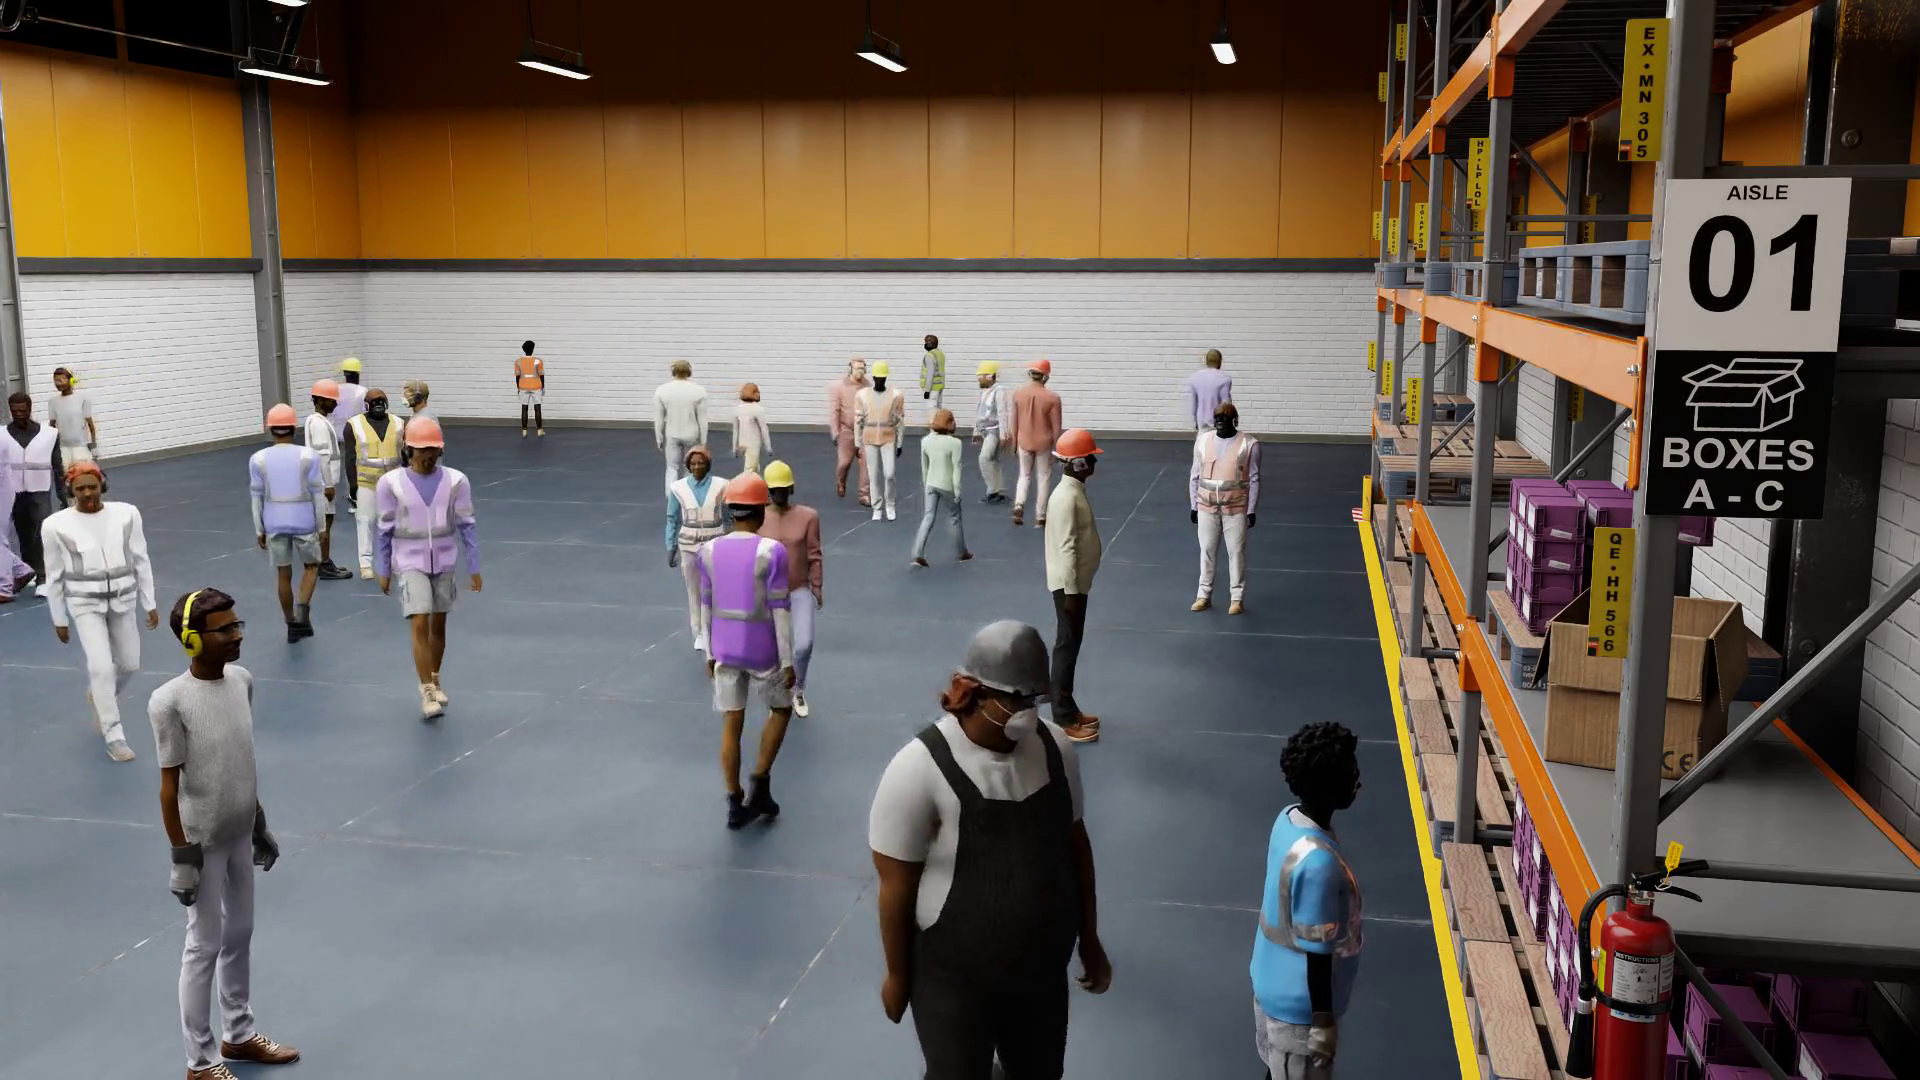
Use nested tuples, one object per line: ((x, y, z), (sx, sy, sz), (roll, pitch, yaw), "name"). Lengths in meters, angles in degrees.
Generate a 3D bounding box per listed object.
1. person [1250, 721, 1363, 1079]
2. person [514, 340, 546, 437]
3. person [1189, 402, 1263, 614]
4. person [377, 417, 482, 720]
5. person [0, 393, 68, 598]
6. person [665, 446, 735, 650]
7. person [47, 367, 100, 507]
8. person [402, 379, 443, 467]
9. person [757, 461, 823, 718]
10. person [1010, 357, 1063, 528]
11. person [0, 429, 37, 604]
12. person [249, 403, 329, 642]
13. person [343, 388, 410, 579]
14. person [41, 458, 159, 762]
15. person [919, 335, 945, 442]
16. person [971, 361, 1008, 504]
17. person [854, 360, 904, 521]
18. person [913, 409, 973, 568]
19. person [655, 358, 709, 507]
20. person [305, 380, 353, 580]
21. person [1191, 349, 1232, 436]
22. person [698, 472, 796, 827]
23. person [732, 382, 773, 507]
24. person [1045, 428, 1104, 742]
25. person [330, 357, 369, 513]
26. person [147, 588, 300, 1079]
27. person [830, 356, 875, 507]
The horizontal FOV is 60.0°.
((1.038, 1.369, 4.996), (0.322, 1.696, 0.536), (0, 9, 2), "person")
((-7.561, -2.661, 29.285), (0.535, 1.697, 0.318), (0, 9, -2), "person")
((2.291, -0.277, 14.486), (0.629, 1.843, 0.429), (4, 10, 24), "person")
((-3.522, 0.192, 11.136), (0.628, 2.005, 0.947), (-6, 11, -30), "person")
((-8.646, -0.441, 15.419), (0.620, 1.866, 1.020), (-4, 10, -24), "person")
((-2.014, 0.087, 12.932), (0.551, 1.616, 0.607), (-1, 10, -7), "person")
((-10.254, -1.067, 19.201), (0.556, 1.853, 0.425), (0, 9, -1), "person")
((-5.166, -0.583, 16.033), (0.373, 1.941, 0.627), (-4, 10, -24), "person")
((-1.174, 0.346, 10.998), (0.543, 1.750, 0.392), (-2, 10, -11), "person")
((0.872, -1.098, 18.997), (0.644, 1.981, 0.566), (4, 10, 22), "person")
((-8.624, -0.357, 14.831), (0.461, 1.887, 0.677), (-8, 12, -40), "person")
((-5.363, -0.128, 13.326), (0.572, 1.925, 0.418), (-2, 10, -12), "person")
((-5.631, -0.552, 16.137), (0.619, 1.845, 0.430), (-7, 12, -36), "person")
((-5.331, 0.407, 10.294), (0.591, 1.865, 0.694), (-9, 13, -44), "person")
((-0.475, -2.564, 28.262), (0.430, 1.844, 0.624), (3, 10, 19), "person")
((0.351, -1.353, 21.068), (0.572, 1.806, 0.600), (-3, 10, -18), "person")
((-0.957, -1.164, 19.642), (0.589, 1.907, 0.510), (0, 9, 2), "person")
((-0.193, -0.522, 16.722), (0.522, 1.588, 0.866), (6, 11, 32), "person")
((-3.331, -1.210, 19.895), (0.636, 1.918, 0.685), (0, 9, -2), "person")
((-6.111, -0.582, 16.064), (0.375, 1.927, 0.543), (-5, 11, -27), "person")
((3.391, -1.569, 22.023), (0.664, 1.917, 0.714), (9, 13, 42), "person")
((-1.139, 0.595, 8.988), (0.576, 1.918, 0.445), (3, 10, 20), "person")
((-2.622, -1.145, 20.442), (0.503, 1.597, 0.826), (9, 13, 43), "person")
((0.727, 0.278, 10.668), (0.368, 1.996, 0.622), (1, 9, 7), "person")
((-7.372, -1.259, 20.193), (0.587, 1.915, 0.445), (2, 10, 12), "person")
((-2.705, 1.099, 6.105), (0.326, 1.872, 0.520), (2, 10, 11), "person")
((-1.330, -1.382, 21.003), (0.654, 1.885, 0.709), (-3, 10, -15), "person")
